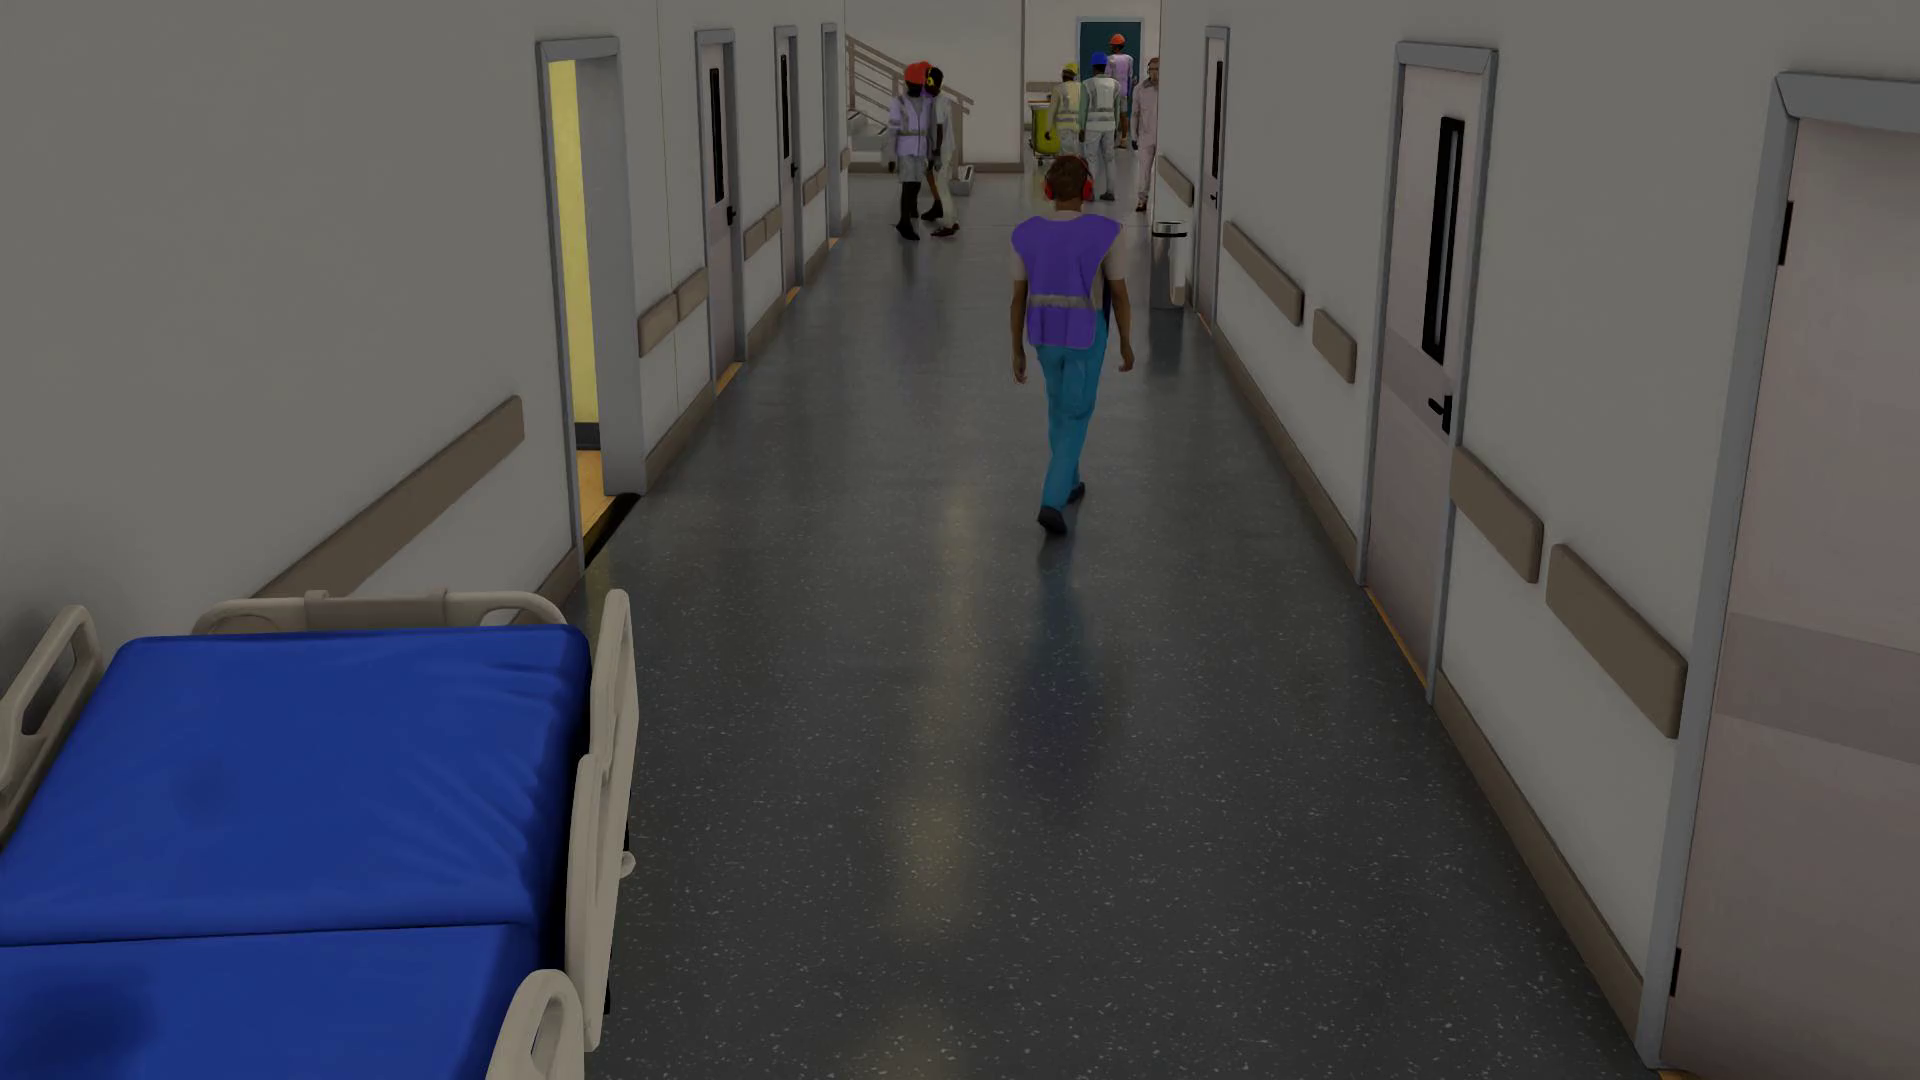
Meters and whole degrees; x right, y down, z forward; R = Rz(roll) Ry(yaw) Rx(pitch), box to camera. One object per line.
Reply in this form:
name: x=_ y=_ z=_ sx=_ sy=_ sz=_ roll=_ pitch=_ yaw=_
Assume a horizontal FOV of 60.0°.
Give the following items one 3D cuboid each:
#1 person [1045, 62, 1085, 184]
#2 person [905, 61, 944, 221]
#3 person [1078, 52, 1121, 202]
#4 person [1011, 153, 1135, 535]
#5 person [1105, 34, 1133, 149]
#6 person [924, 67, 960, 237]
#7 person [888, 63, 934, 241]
person: x=1.500 y=-5.851 z=23.552 sx=0.617 sy=1.759 sz=0.953 roll=-13 pitch=22 yaw=-35
person: x=-0.419 y=-4.817 z=20.109 sx=0.551 sy=1.887 sz=0.820 roll=-5 pitch=18 yaw=-16
person: x=1.841 y=-5.471 z=22.068 sx=0.600 sy=1.938 sz=0.422 roll=-9 pitch=20 yaw=-25
person: x=0.517 y=-0.961 z=8.109 sx=0.573 sy=1.806 sz=0.951 roll=8 pitch=19 yaw=24
person: x=2.865 y=-8.198 z=30.448 sx=0.614 sy=2.046 sz=0.366 roll=-10 pitch=20 yaw=-28
person: x=-0.201 y=-4.334 z=18.627 sx=0.431 sy=1.852 sz=0.639 roll=1 pitch=18 yaw=2
person: x=-0.561 y=-4.303 z=18.465 sx=0.564 sy=1.947 sz=0.555 roll=-13 pitch=22 yaw=-35
